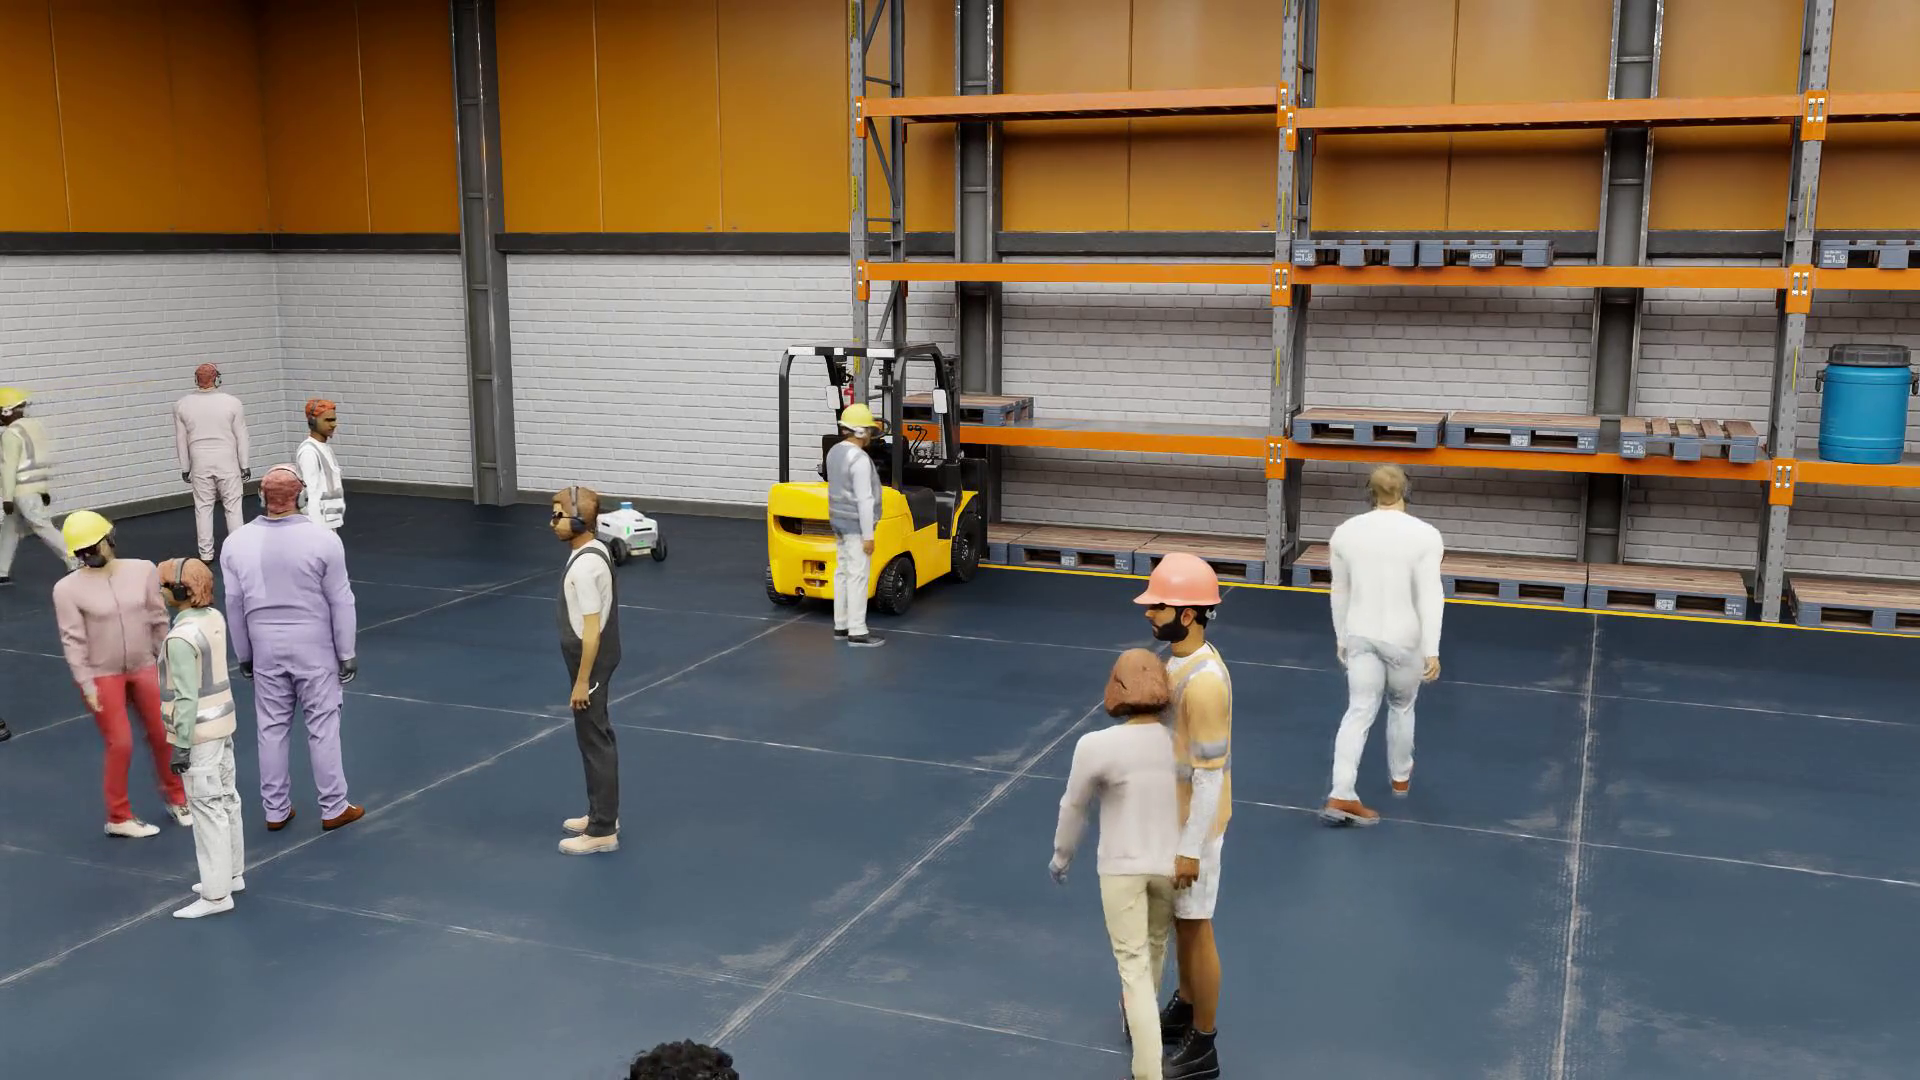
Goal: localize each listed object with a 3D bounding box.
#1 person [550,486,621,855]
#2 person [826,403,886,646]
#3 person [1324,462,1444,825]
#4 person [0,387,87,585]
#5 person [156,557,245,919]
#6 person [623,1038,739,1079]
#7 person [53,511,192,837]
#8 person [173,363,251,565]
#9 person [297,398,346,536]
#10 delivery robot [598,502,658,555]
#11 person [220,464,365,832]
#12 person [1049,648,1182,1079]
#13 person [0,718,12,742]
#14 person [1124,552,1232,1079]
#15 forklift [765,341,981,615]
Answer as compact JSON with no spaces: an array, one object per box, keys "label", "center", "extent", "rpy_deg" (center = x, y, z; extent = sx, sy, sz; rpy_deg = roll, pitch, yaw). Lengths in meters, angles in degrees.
[{"label":"person","center":[-1.865,0.641,8.297],"extent":[0.334,1.843,0.513],"rpy_deg":[-1,10,-7]},{"label":"person","center":[-0.788,-0.121,12.580],"extent":[0.403,1.829,0.601],"rpy_deg":[-5,11,-27]},{"label":"person","center":[2.247,0.539,8.828],"extent":[0.671,1.873,0.991],"rpy_deg":[6,12,32]},{"label":"person","center":[-8.213,-0.463,14.656],"extent":[0.966,1.780,0.603],"rpy_deg":[-2,10,-13]},{"label":"person","center":[-3.432,0.882,7.521],"extent":[0.308,1.641,0.517],"rpy_deg":[-2,10,-8]},{"label":"person","center":[-0.458,1.679,2.963],"extent":[0.594,1.678,0.537],"rpy_deg":[-9,14,-41]},{"label":"person","center":[-4.252,0.679,8.444],"extent":[0.344,1.723,0.565],"rpy_deg":[8,13,38]},{"label":"person","center":[-7.004,-0.711,15.652],"extent":[0.639,1.910,0.407],"rpy_deg":[-2,10,-10]},{"label":"person","center":[-4.739,-0.110,12.373],"extent":[0.346,1.880,0.578],"rpy_deg":[-2,10,-12]},{"label":"delivery robot","center":[-3.170,-0.117,15.850],"extent":[0.477,0.478,0.707],"rpy_deg":[-7,13,-35]},{"label":"person","center":[-3.412,0.558,8.569],"extent":[0.648,1.913,0.409],"rpy_deg":[0,10,1]},{"label":"person","center":[0.620,1.172,6.025],"extent":[0.523,1.590,0.799],"rpy_deg":[-2,10,-13]},{"label":"person","center":[-6.054,0.269,10.106],"extent":[0.374,1.939,0.545],"rpy_deg":[-6,12,-30]},{"label":"person","center":[0.796,1.001,6.026],"extent":[0.361,1.939,0.542],"rpy_deg":[0,10,-1]},{"label":"forklift","center":[-0.739,-0.602,14.246],"extent":[1.214,2.155,2.313],"rpy_deg":[4,11,21]}]
